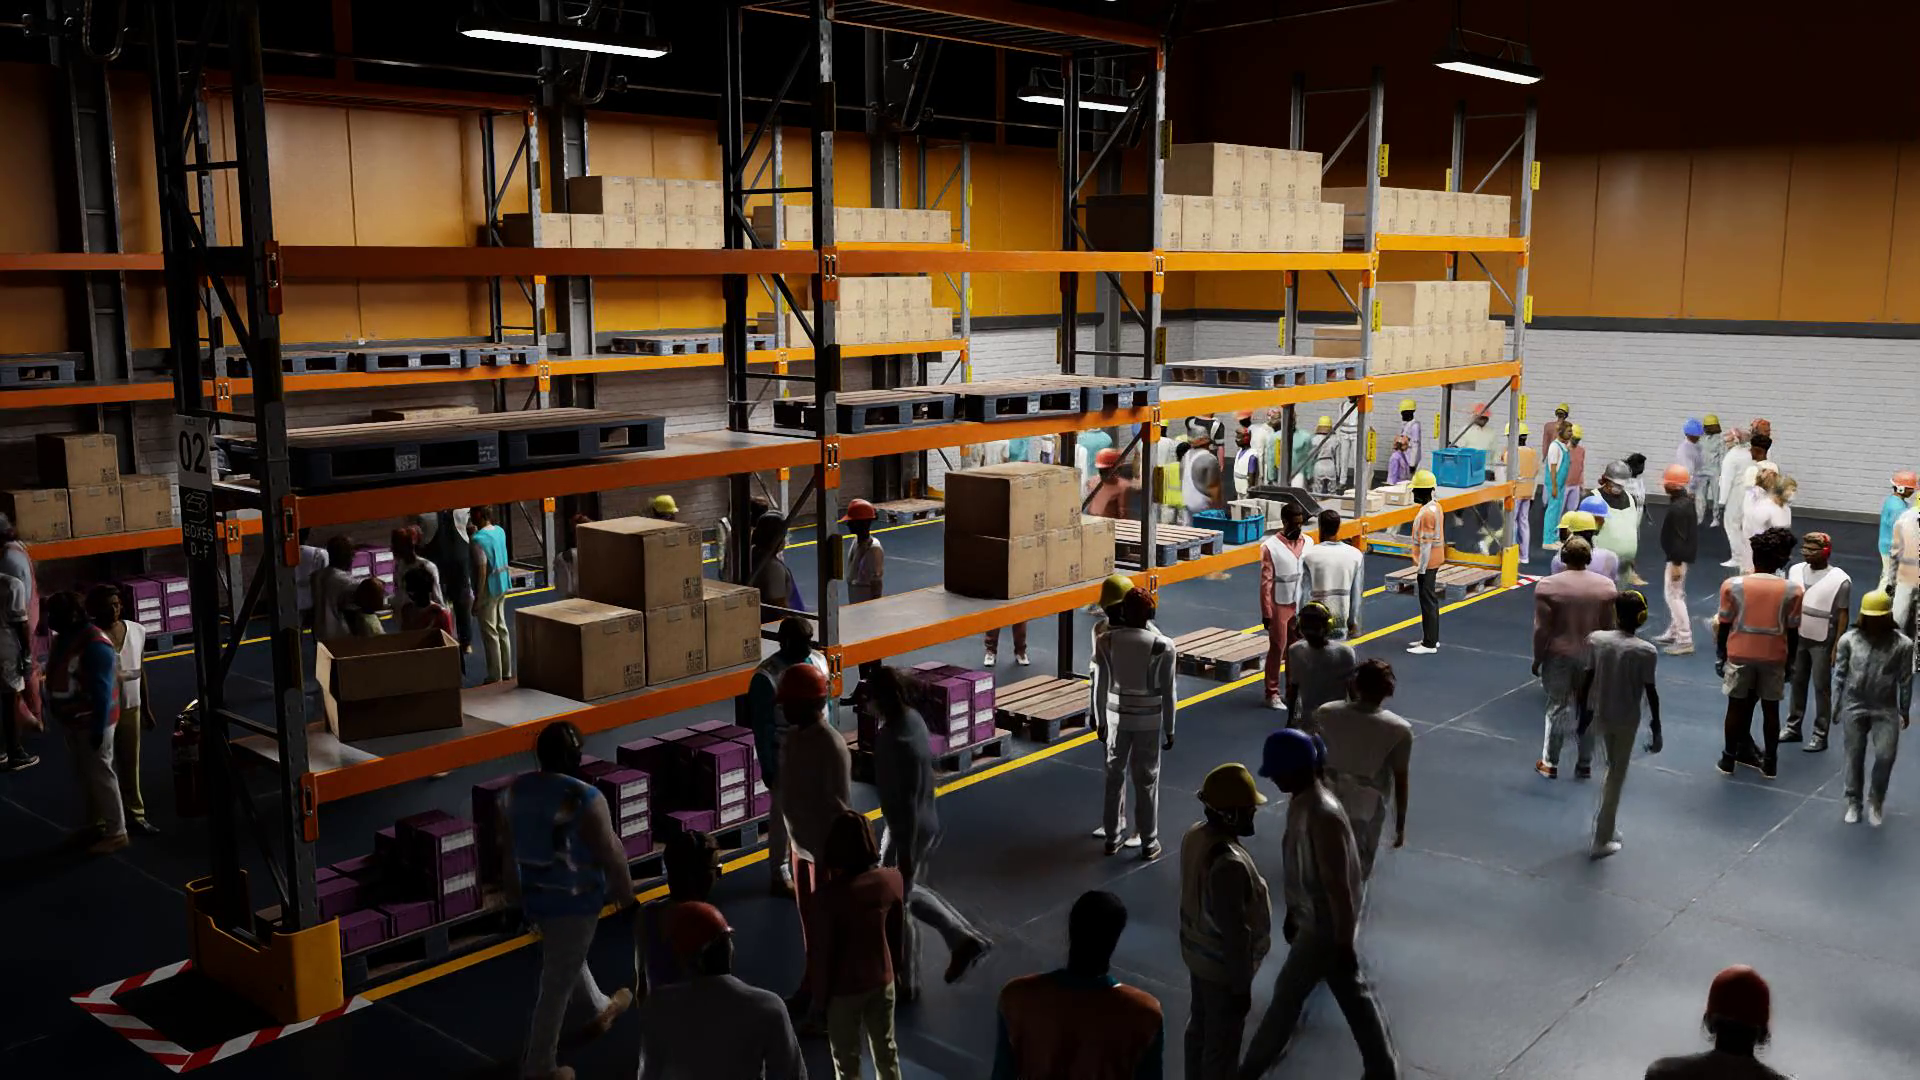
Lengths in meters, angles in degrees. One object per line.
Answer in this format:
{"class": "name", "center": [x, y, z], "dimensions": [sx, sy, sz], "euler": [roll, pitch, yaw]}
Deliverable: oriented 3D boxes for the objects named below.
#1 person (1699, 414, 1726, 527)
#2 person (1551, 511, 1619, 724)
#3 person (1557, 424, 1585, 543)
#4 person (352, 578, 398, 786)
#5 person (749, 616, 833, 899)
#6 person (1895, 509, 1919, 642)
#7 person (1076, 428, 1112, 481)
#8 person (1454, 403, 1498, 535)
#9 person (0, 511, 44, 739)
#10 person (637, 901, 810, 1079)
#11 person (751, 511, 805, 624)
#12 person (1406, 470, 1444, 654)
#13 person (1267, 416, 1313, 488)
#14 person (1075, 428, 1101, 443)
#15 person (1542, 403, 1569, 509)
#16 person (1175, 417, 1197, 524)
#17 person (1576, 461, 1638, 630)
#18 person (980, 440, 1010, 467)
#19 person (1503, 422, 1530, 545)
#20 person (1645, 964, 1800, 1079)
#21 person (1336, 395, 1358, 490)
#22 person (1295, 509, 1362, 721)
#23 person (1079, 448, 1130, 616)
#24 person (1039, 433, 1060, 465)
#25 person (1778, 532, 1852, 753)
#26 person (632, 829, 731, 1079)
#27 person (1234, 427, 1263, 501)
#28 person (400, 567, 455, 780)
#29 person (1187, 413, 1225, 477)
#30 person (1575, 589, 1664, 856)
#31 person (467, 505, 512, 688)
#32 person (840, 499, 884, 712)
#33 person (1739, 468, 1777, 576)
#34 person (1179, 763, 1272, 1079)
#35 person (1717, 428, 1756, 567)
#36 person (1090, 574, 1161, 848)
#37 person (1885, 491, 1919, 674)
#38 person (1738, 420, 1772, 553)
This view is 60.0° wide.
{"class": "person", "center": [11.532, -1.062, 25.600], "dimensions": [0.343, 1.720, 0.484], "euler": [-6, 11, -33]}
{"class": "person", "center": [5.502, 0.677, 14.723], "dimensions": [0.593, 1.893, 0.791], "euler": [2, 10, 11]}
{"class": "person", "center": [8.708, -0.774, 23.758], "dimensions": [0.556, 1.760, 0.327], "euler": [-4, 10, -23]}
{"class": "person", "center": [-4.559, 1.099, 12.968], "dimensions": [0.272, 1.628, 0.521], "euler": [-3, 10, -18]}
{"class": "person", "center": [-1.052, 1.380, 10.690], "dimensions": [0.429, 1.830, 0.634], "euler": [8, 12, 40]}
{"class": "person", "center": [9.737, 0.321, 16.686], "dimensions": [0.607, 1.941, 0.640], "euler": [1, 10, 6]}
{"class": "person", "center": [1.878, -0.879, 23.938], "dimensions": [0.651, 1.905, 0.409], "euler": [-8, 12, -38]}
{"class": "person", "center": [7.771, -1.092, 25.047], "dimensions": [0.636, 1.966, 0.808], "euler": [0, 10, -2]}
{"class": "person", "center": [-8.114, 0.699, 14.113], "dimensions": [0.535, 2.000, 0.723], "euler": [-4, 10, -24]}
{"class": "person", "center": [-0.877, 2.199, 6.118], "dimensions": [0.710, 1.729, 0.458], "euler": [3, 10, 16]}
{"class": "person", "center": [-1.552, 0.754, 13.784], "dimensions": [0.536, 2.000, 0.680], "euler": [-6, 11, -30]}
{"class": "person", "center": [4.826, 0.226, 17.312], "dimensions": [0.403, 1.919, 0.588], "euler": [3, 10, 20]}
{"class": "person", "center": [4.780, -0.913, 24.196], "dimensions": [0.652, 1.880, 0.996], "euler": [4, 10, 23]}
{"class": "person", "center": [2.032, -1.329, 27.067], "dimensions": [0.528, 1.761, 0.339], "euler": [1, 10, 8]}
{"class": "person", "center": [9.840, -1.370, 27.332], "dimensions": [0.533, 1.753, 0.341], "euler": [6, 11, 31]}
{"class": "person", "center": [3.574, -1.087, 25.817], "dimensions": [0.533, 1.687, 0.323], "euler": [-1, 10, -6]}
{"class": "person", "center": [6.780, 0.163, 17.313], "dimensions": [0.686, 2.000, 0.535], "euler": [-3, 10, -16]}
{"class": "person", "center": [0.527, -0.877, 24.045], "dimensions": [0.533, 1.864, 0.310], "euler": [7, 12, 34]}
{"class": "person", "center": [7.515, -0.657, 22.577], "dimensions": [0.382, 1.917, 0.585], "euler": [9, 13, 42]}
{"class": "person", "center": [2.629, 2.278, 5.686], "dimensions": [0.567, 1.703, 0.903], "euler": [7, 12, 35]}
{"class": "person", "center": [6.957, -1.812, 29.574], "dimensions": [0.576, 1.884, 0.355], "euler": [7, 12, 36]}
{"class": "person", "center": [3.232, 0.685, 14.605], "dimensions": [0.597, 1.908, 0.405], "euler": [-3, 10, -16]}
{"class": "person", "center": [1.633, -0.075, 18.955], "dimensions": [0.637, 1.962, 0.570], "euler": [8, 13, 41]}
{"class": "person", "center": [1.506, -1.413, 27.336], "dimensions": [0.385, 1.837, 0.564], "euler": [-4, 10, -22]}
{"class": "person", "center": [7.124, 0.839, 13.858], "dimensions": [0.387, 1.845, 0.565], "euler": [-4, 10, -22]}
{"class": "person", "center": [-1.067, 2.052, 6.635], "dimensions": [0.504, 1.839, 0.344], "euler": [7, 12, 36]}
{"class": "person", "center": [3.904, -0.617, 22.594], "dimensions": [0.388, 1.837, 0.560], "euler": [-2, 10, -10]}
{"class": "person", "center": [-4.206, 1.042, 13.104], "dimensions": [0.531, 1.692, 0.320], "euler": [5, 11, 30]}
{"class": "person", "center": [3.763, -1.188, 25.432], "dimensions": [0.612, 2.029, 0.409], "euler": [5, 11, 29]}
{"class": "person", "center": [4.568, 1.245, 11.425], "dimensions": [0.645, 1.843, 0.551], "euler": [-7, 12, -34]}
{"class": "person", "center": [-4.460, 0.514, 15.795], "dimensions": [0.375, 1.844, 0.567], "euler": [1, 10, 8]}
{"class": "person", "center": [-0.889, 0.590, 15.071], "dimensions": [0.360, 1.938, 0.546], "euler": [-5, 11, -27]}
{"class": "person", "center": [9.510, -0.045, 19.783], "dimensions": [0.518, 1.632, 0.313], "euler": [-4, 10, -22]}
{"class": "person", "center": [1.202, 1.901, 7.551], "dimensions": [0.403, 1.834, 0.589], "euler": [-2, 10, -10]}
{"class": "person", "center": [10.388, -0.565, 22.182], "dimensions": [0.748, 1.871, 0.470], "euler": [-7, 12, -35]}
{"class": "person", "center": [1.135, 1.178, 11.646], "dimensions": [0.591, 1.914, 0.399], "euler": [9, 13, 42]}
{"class": "person", "center": [9.290, 0.434, 16.164], "dimensions": [0.607, 1.875, 0.942], "euler": [9, 13, 42]}
{"class": "person", "center": [11.058, -0.728, 23.100], "dimensions": [0.572, 1.883, 0.355], "euler": [-6, 11, -33]}
